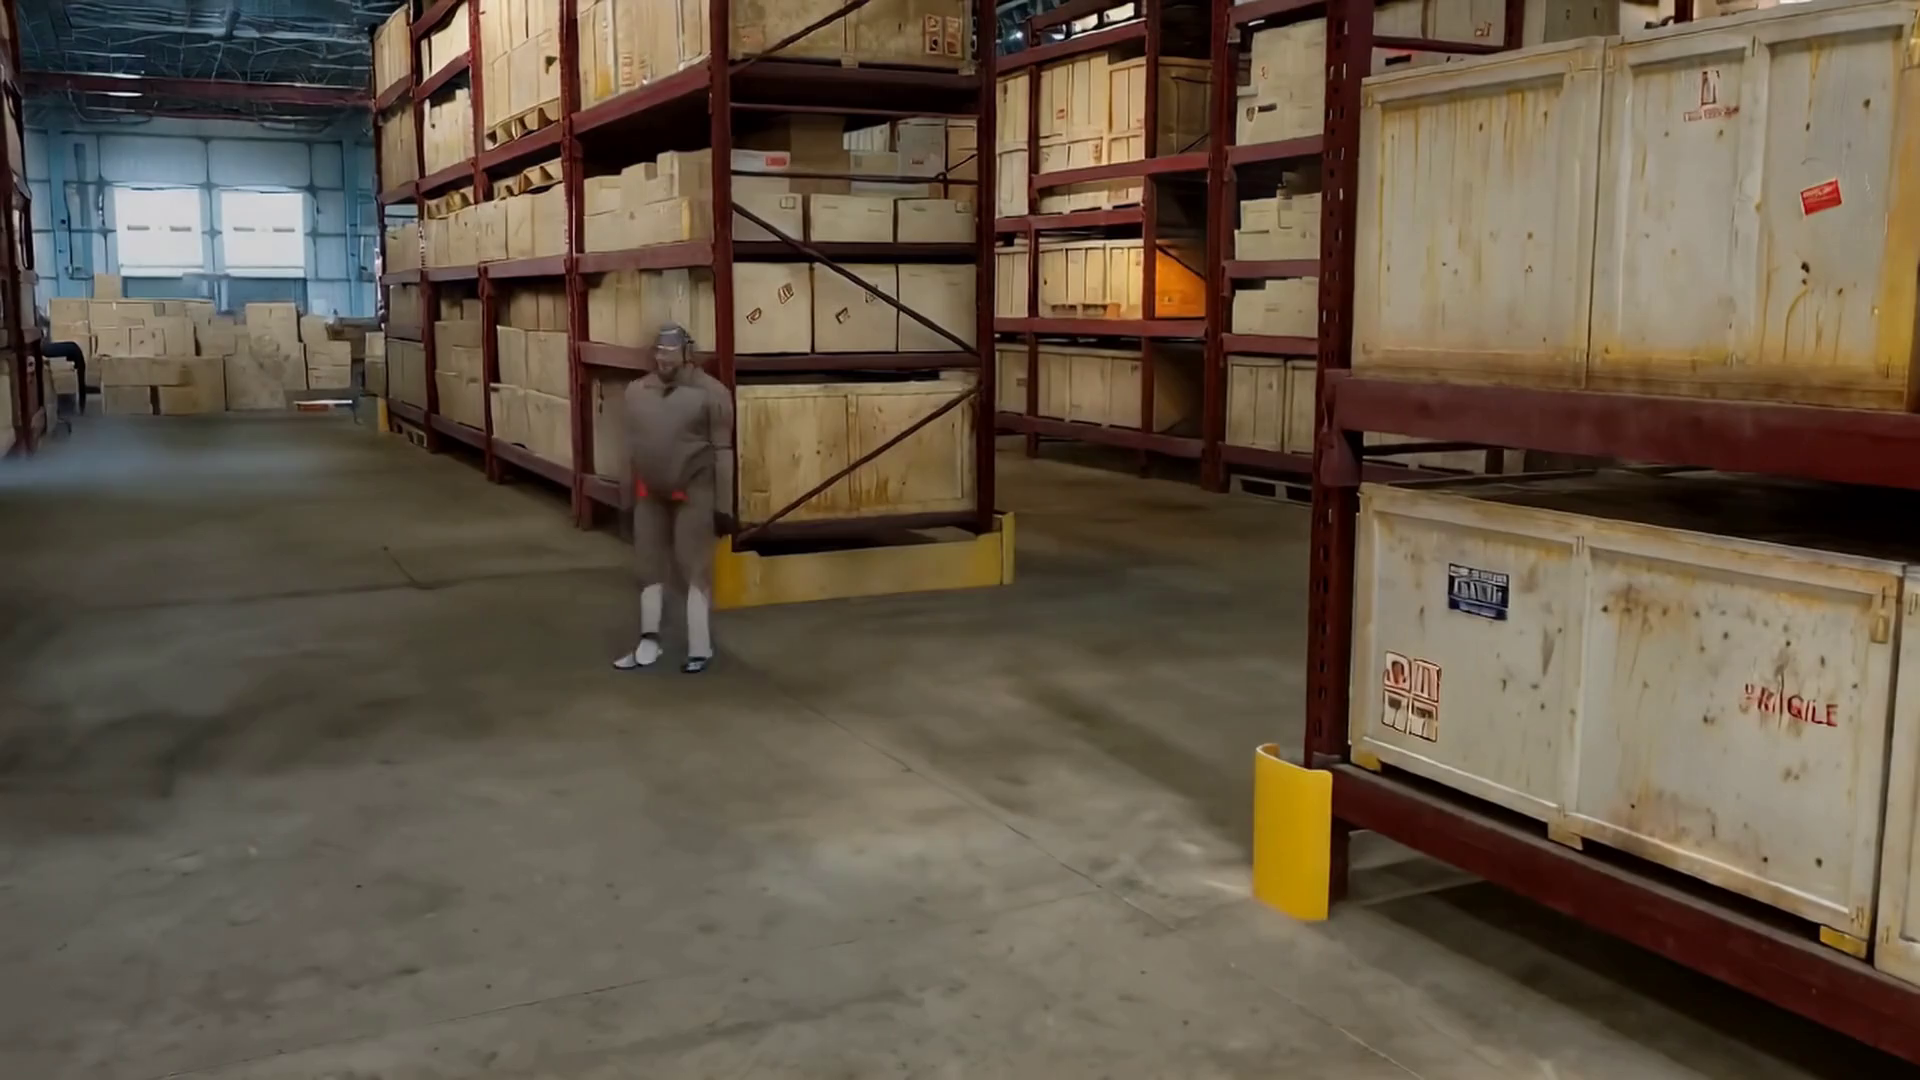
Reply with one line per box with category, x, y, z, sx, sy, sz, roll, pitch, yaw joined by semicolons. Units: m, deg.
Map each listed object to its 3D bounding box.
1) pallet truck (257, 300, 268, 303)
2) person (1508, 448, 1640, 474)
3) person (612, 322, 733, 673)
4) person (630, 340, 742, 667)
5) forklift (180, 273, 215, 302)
pallet truck;-23.913;-7.404;58.171;1.885;1.965;0.823;-1;8;-9
person;2.658;0.035;7.060;1.007;1.936;0.648;-4;9;-26
person;-1.581;-0.220;9.018;0.723;1.899;0.405;2;8;12
person;-1.535;-0.196;9.063;0.674;1.829;0.533;2;8;11
forklift;-23.512;-6.862;51.410;1.873;2.768;1.129;6;10;35
